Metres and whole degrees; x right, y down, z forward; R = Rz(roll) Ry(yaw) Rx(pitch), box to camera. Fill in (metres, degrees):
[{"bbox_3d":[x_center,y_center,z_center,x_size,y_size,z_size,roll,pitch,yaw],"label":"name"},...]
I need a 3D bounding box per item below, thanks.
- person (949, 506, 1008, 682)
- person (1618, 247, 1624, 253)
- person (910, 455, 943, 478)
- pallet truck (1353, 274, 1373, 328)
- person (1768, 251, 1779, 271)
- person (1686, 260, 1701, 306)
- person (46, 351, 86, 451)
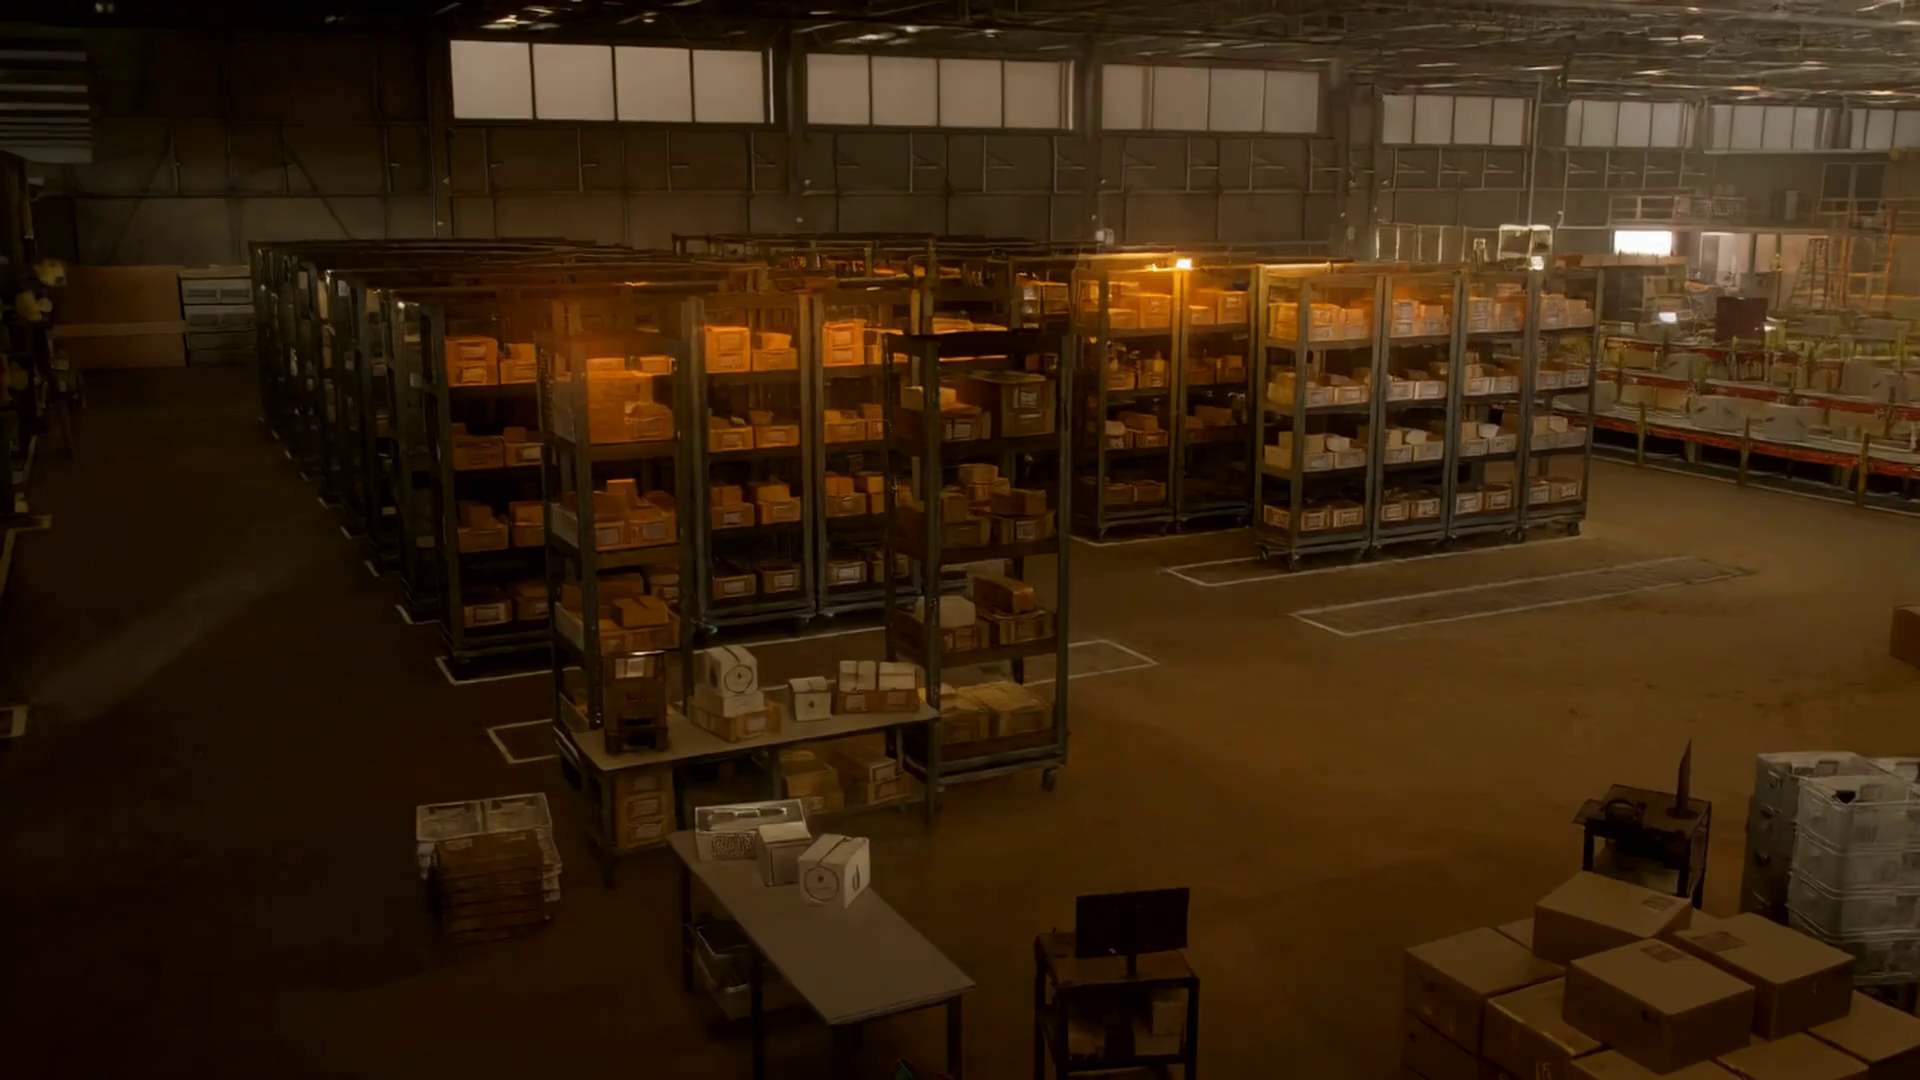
[{"bbox_3d":[0.152,0.500,15.898,0.748,1.726,0.573,6,14,27],"label":"person"},{"bbox_3d":[29.811,-12.301,75.291,0.587,1.928,0.381,-6,13,-24],"label":"person"},{"bbox_3d":[-0.518,-1.145,23.319,0.564,1.839,0.395,-6,13,-24],"label":"person"},{"bbox_3d":[13.011,-8.050,55.243,0.823,1.965,1.885,-7,14,-28],"label":"pallet truck"},{"bbox_3d":[34.212,-11.168,69.982,0.544,1.933,0.376,-6,13,-24],"label":"person"},{"bbox_3d":[27.919,-9.709,63.273,0.574,1.883,0.360,-6,13,-24],"label":"person"},{"bbox_3d":[-15.992,-2.499,29.808,0.597,1.770,0.941,-10,16,-40],"label":"person"}]
